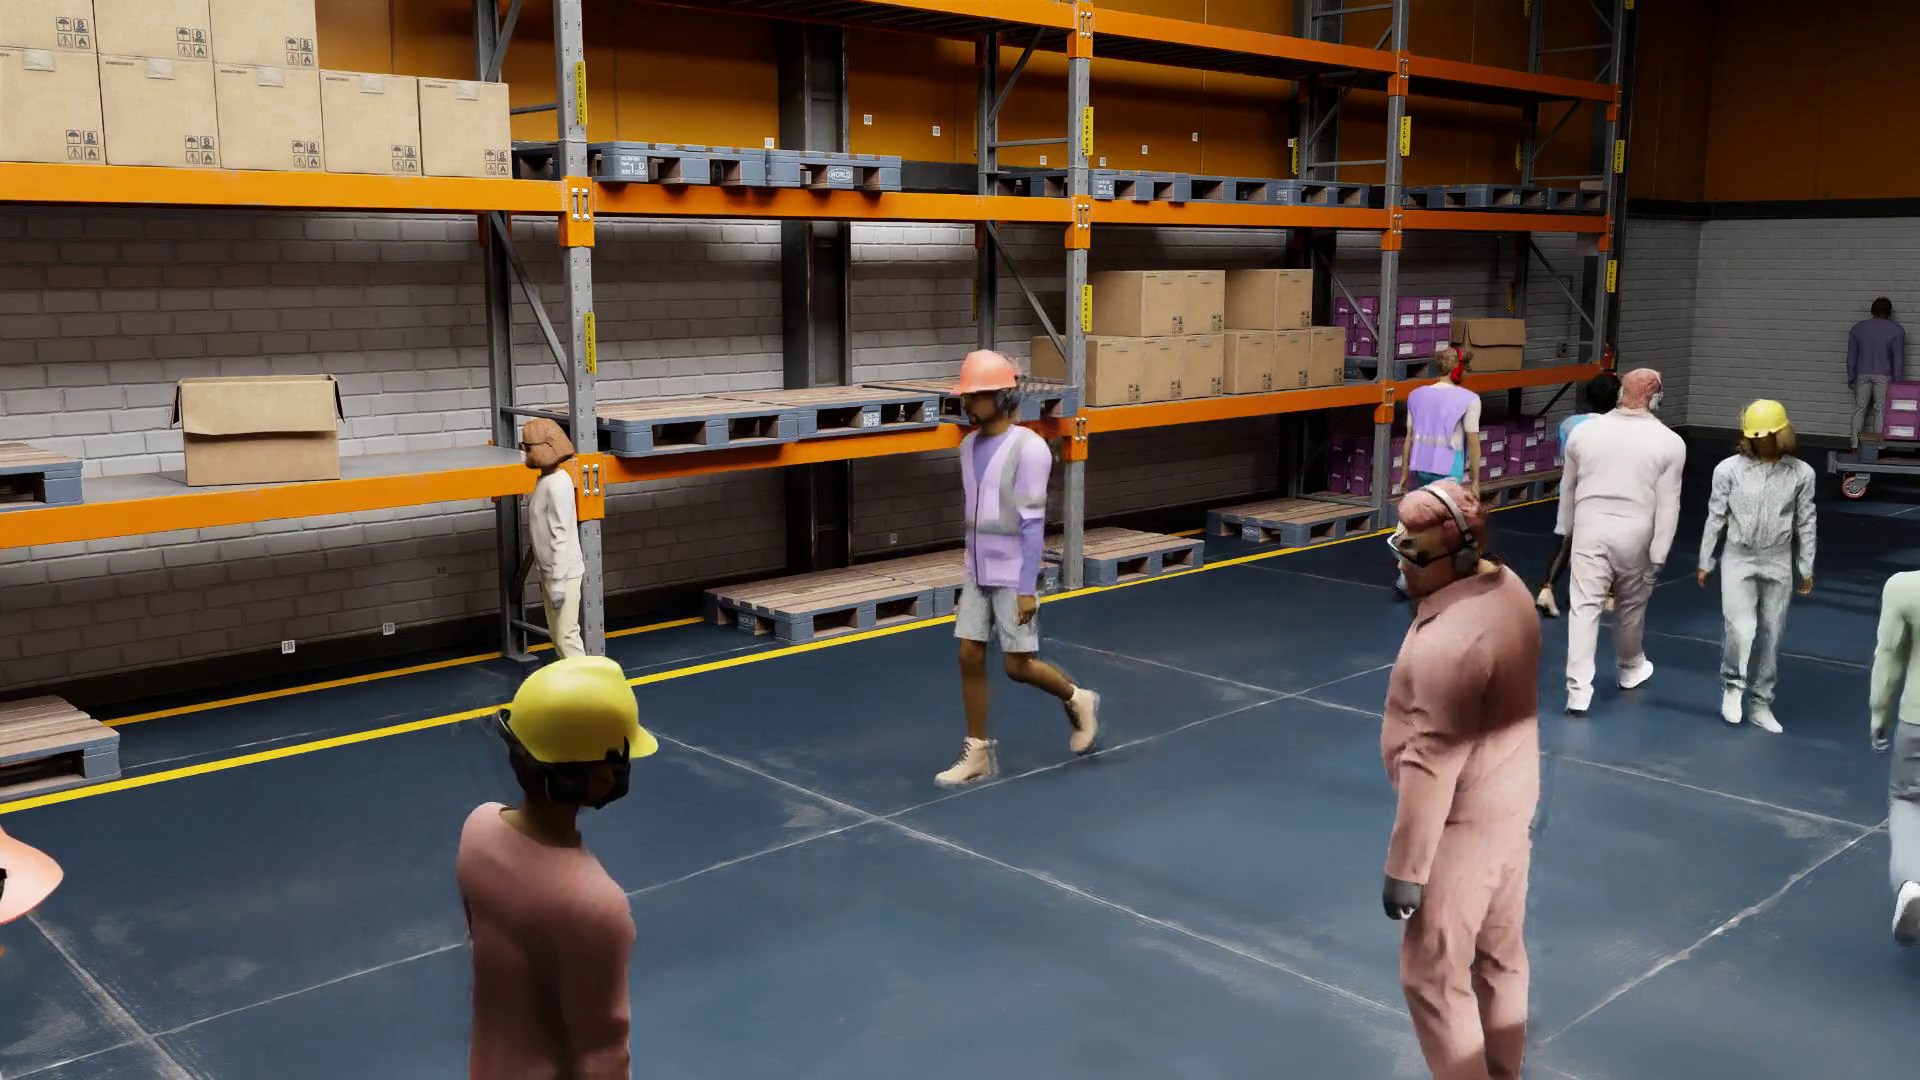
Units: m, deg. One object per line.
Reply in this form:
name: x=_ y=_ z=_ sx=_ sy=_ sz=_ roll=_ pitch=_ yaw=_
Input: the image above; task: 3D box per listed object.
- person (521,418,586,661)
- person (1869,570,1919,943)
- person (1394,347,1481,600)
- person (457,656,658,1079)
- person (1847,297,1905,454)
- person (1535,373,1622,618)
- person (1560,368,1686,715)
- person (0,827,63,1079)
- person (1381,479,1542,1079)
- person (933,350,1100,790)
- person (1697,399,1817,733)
person: x=-2.052 y=0.194 z=8.427 sx=0.285 sy=1.625 sz=0.494 roll=-4 pitch=11 yaw=-23
person: x=3.434 y=0.653 z=5.767 sx=0.497 sy=1.618 sz=0.537 roll=5 pitch=11 yaw=28
person: x=3.395 y=-0.477 z=11.873 sx=0.966 sy=1.795 sz=0.602 roll=-8 pitch=13 yaw=-40
person: x=-0.783 y=1.058 z=3.005 sx=0.536 sy=1.740 sz=0.610 roll=9 pitch=13 yaw=43
person: x=11.135 y=-1.984 z=20.252 sx=0.355 sy=1.937 sz=0.634 roll=-8 pitch=13 yaw=-41
person: x=4.212 y=-0.294 z=11.169 sx=0.825 sy=1.659 sz=0.533 roll=-8 pitch=13 yaw=-39
person: x=3.542 y=-0.005 z=8.968 sx=0.661 sy=1.834 sz=1.062 roll=6 pitch=12 yaw=32
person: x=-1.001 y=1.147 z=1.611 sx=0.379 sy=2.045 sz=0.605 roll=-2 pitch=10 yaw=-9
person: x=1.346 y=0.749 z=4.474 sx=0.398 sy=1.874 sz=0.784 roll=7 pitch=12 yaw=34
person: x=0.257 y=0.129 z=7.662 sx=0.783 sy=2.016 sz=0.615 roll=-8 pitch=12 yaw=-39
person: x=4.058 y=0.137 z=8.459 sx=0.538 sy=1.716 sz=0.402 roll=1 pitch=10 yaw=7
